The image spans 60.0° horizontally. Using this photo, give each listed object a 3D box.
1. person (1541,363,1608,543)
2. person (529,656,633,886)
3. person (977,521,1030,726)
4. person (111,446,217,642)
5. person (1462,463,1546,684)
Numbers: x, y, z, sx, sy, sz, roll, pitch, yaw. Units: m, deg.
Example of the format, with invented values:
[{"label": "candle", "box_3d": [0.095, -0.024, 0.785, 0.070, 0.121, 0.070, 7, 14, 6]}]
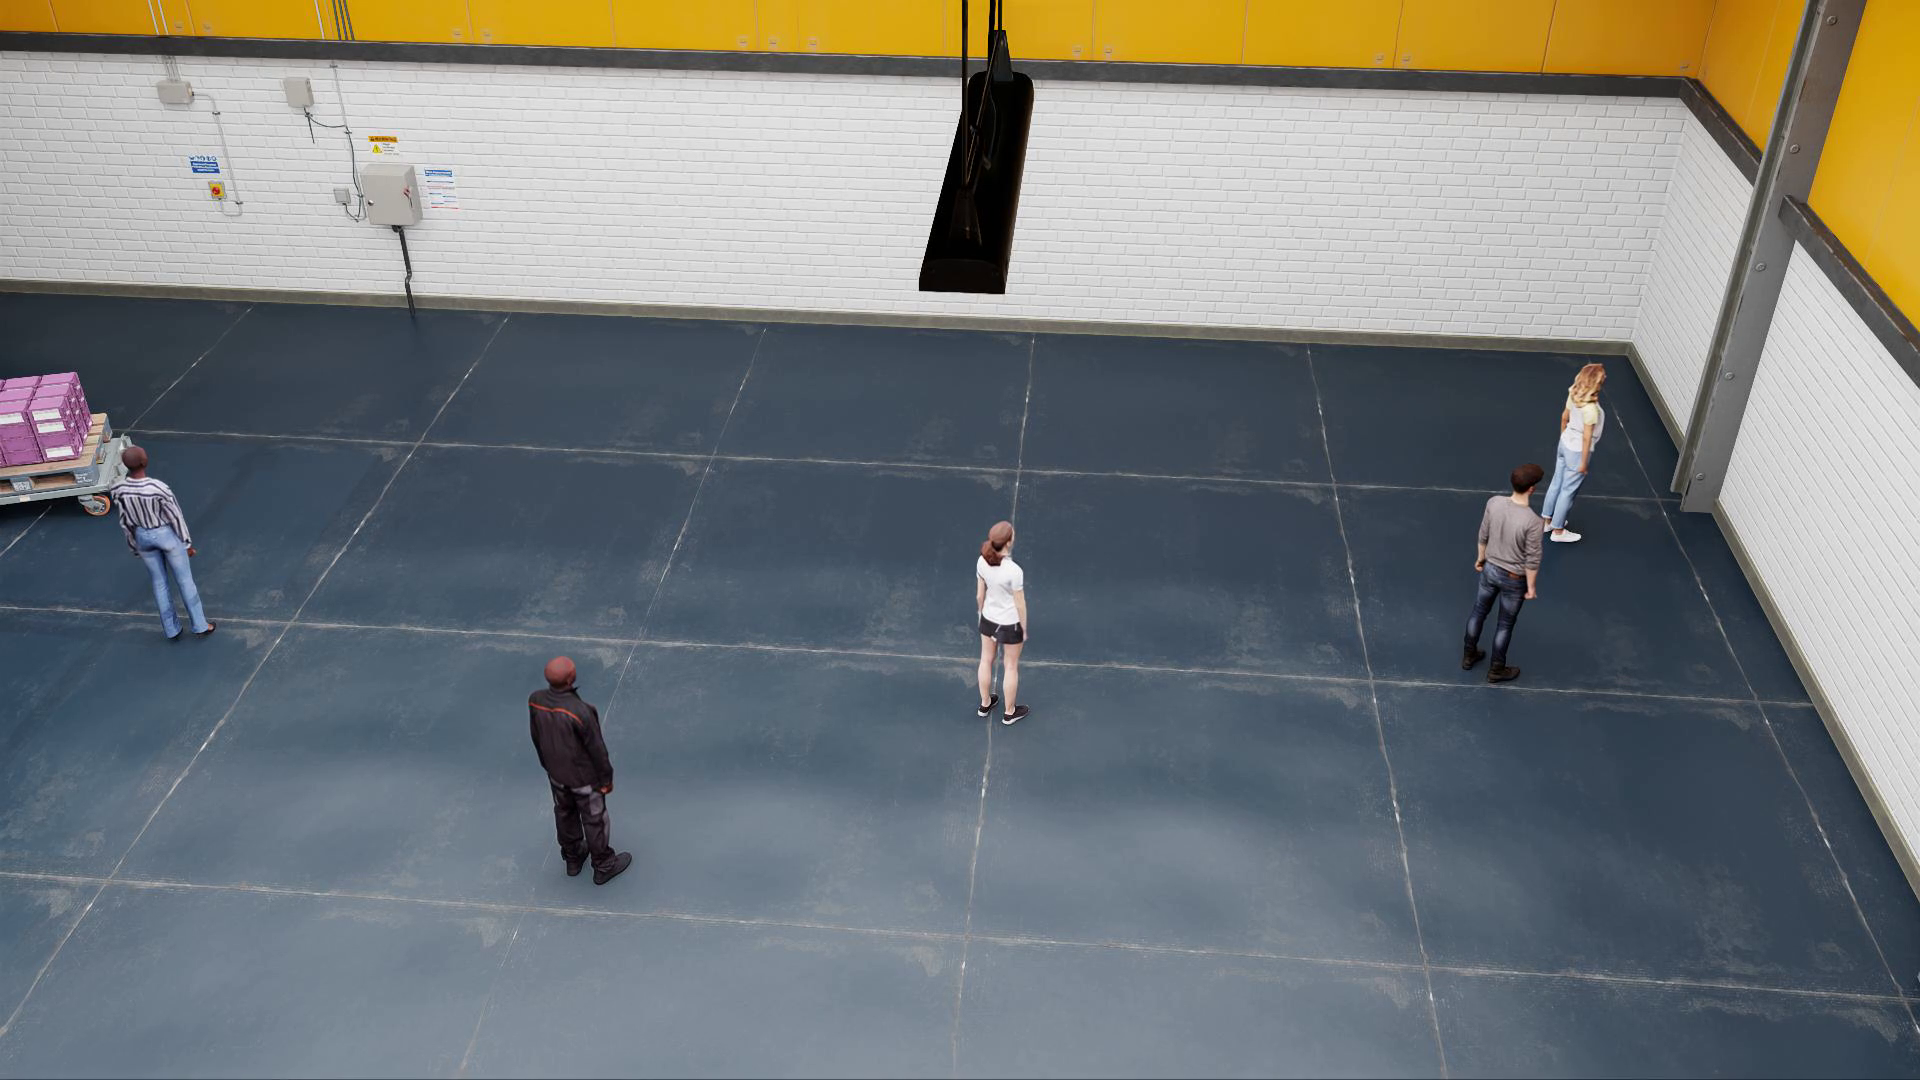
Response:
[{"label": "person", "box_3d": [5.397, -0.780, 14.629, 0.728, 1.722, 0.551, -4, 34, -6]}, {"label": "person", "box_3d": [-2.576, 1.520, 11.076, 0.771, 1.825, 0.710, 13, 36, 18]}, {"label": "person", "box_3d": [0.309, 0.620, 12.496, 0.657, 1.752, 0.690, 19, 38, 26]}, {"label": "person", "box_3d": [-6.409, 0.039, 13.332, 0.664, 1.794, 0.580, -2, 34, -2]}, {"label": "person", "box_3d": [4.226, 0.253, 12.912, 0.837, 1.903, 0.770, -24, 40, -31]}]
